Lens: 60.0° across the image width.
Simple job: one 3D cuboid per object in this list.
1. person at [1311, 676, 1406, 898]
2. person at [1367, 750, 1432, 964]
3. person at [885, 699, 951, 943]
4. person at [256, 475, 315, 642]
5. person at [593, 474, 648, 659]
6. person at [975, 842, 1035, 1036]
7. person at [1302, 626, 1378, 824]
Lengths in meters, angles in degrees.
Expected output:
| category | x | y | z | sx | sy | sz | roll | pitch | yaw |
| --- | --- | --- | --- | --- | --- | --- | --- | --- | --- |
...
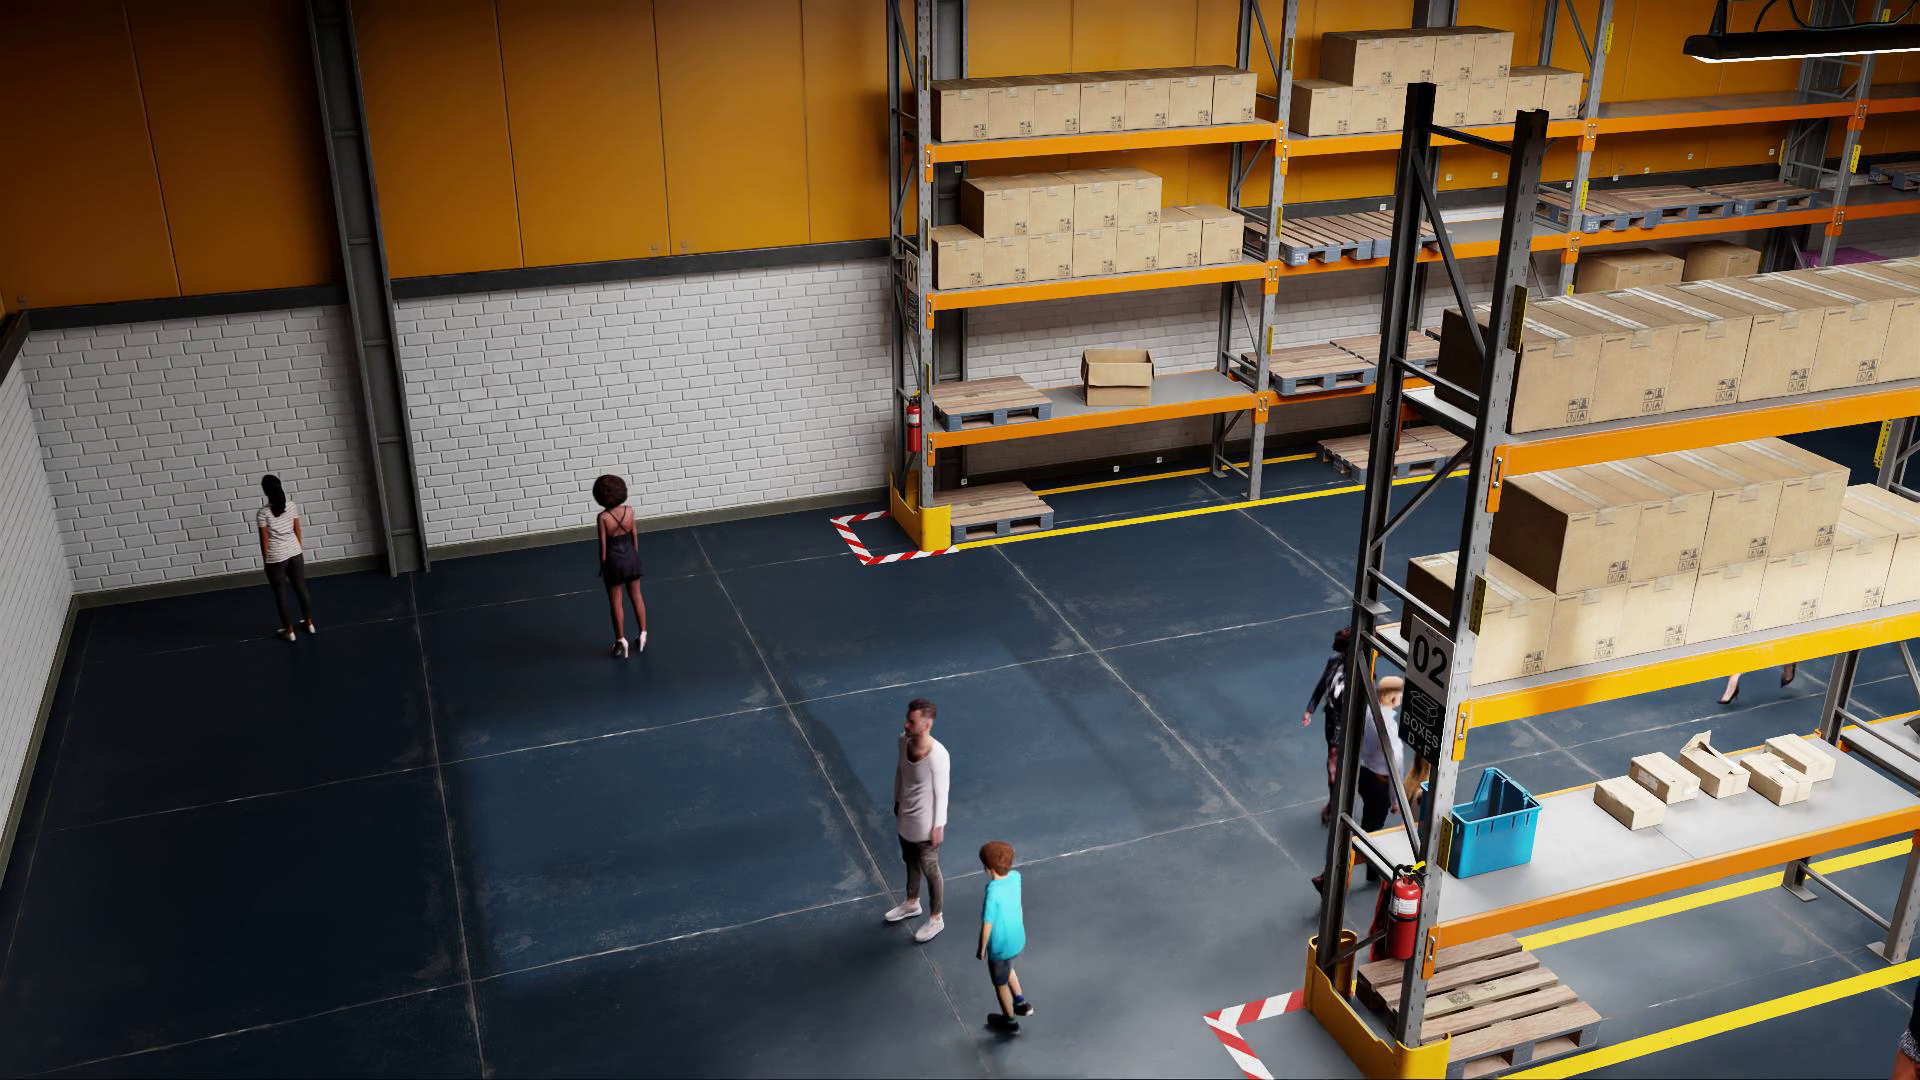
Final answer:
| category | x | y | z | sx | sy | sz | roll | pitch | yaw |
| --- | --- | --- | --- | --- | --- | --- | --- | --- | --- |
| person | 2.886 | 1.803 | 11.866 | 1.192 | 1.760 | 0.739 | -12 | 26 | -26 |
| person | 3.027 | 2.102 | 11.133 | 0.749 | 1.800 | 0.724 | 4 | 24 | 9 |
| person | -0.277 | 1.904 | 11.536 | 0.691 | 1.840 | 0.737 | -19 | 30 | -36 |
| person | -6.416 | 0.154 | 15.783 | 0.701 | 1.645 | 0.609 | 17 | 29 | 33 |
| person | -3.149 | 0.237 | 15.415 | 0.588 | 1.787 | 0.695 | -18 | 29 | -35 |
| person | 0.336 | 2.554 | 10.555 | 0.706 | 1.435 | 0.634 | 16 | 29 | 33 |
| person | 3.028 | 1.405 | 12.877 | 0.675 | 1.680 | 0.718 | -12 | 26 | -26 |
